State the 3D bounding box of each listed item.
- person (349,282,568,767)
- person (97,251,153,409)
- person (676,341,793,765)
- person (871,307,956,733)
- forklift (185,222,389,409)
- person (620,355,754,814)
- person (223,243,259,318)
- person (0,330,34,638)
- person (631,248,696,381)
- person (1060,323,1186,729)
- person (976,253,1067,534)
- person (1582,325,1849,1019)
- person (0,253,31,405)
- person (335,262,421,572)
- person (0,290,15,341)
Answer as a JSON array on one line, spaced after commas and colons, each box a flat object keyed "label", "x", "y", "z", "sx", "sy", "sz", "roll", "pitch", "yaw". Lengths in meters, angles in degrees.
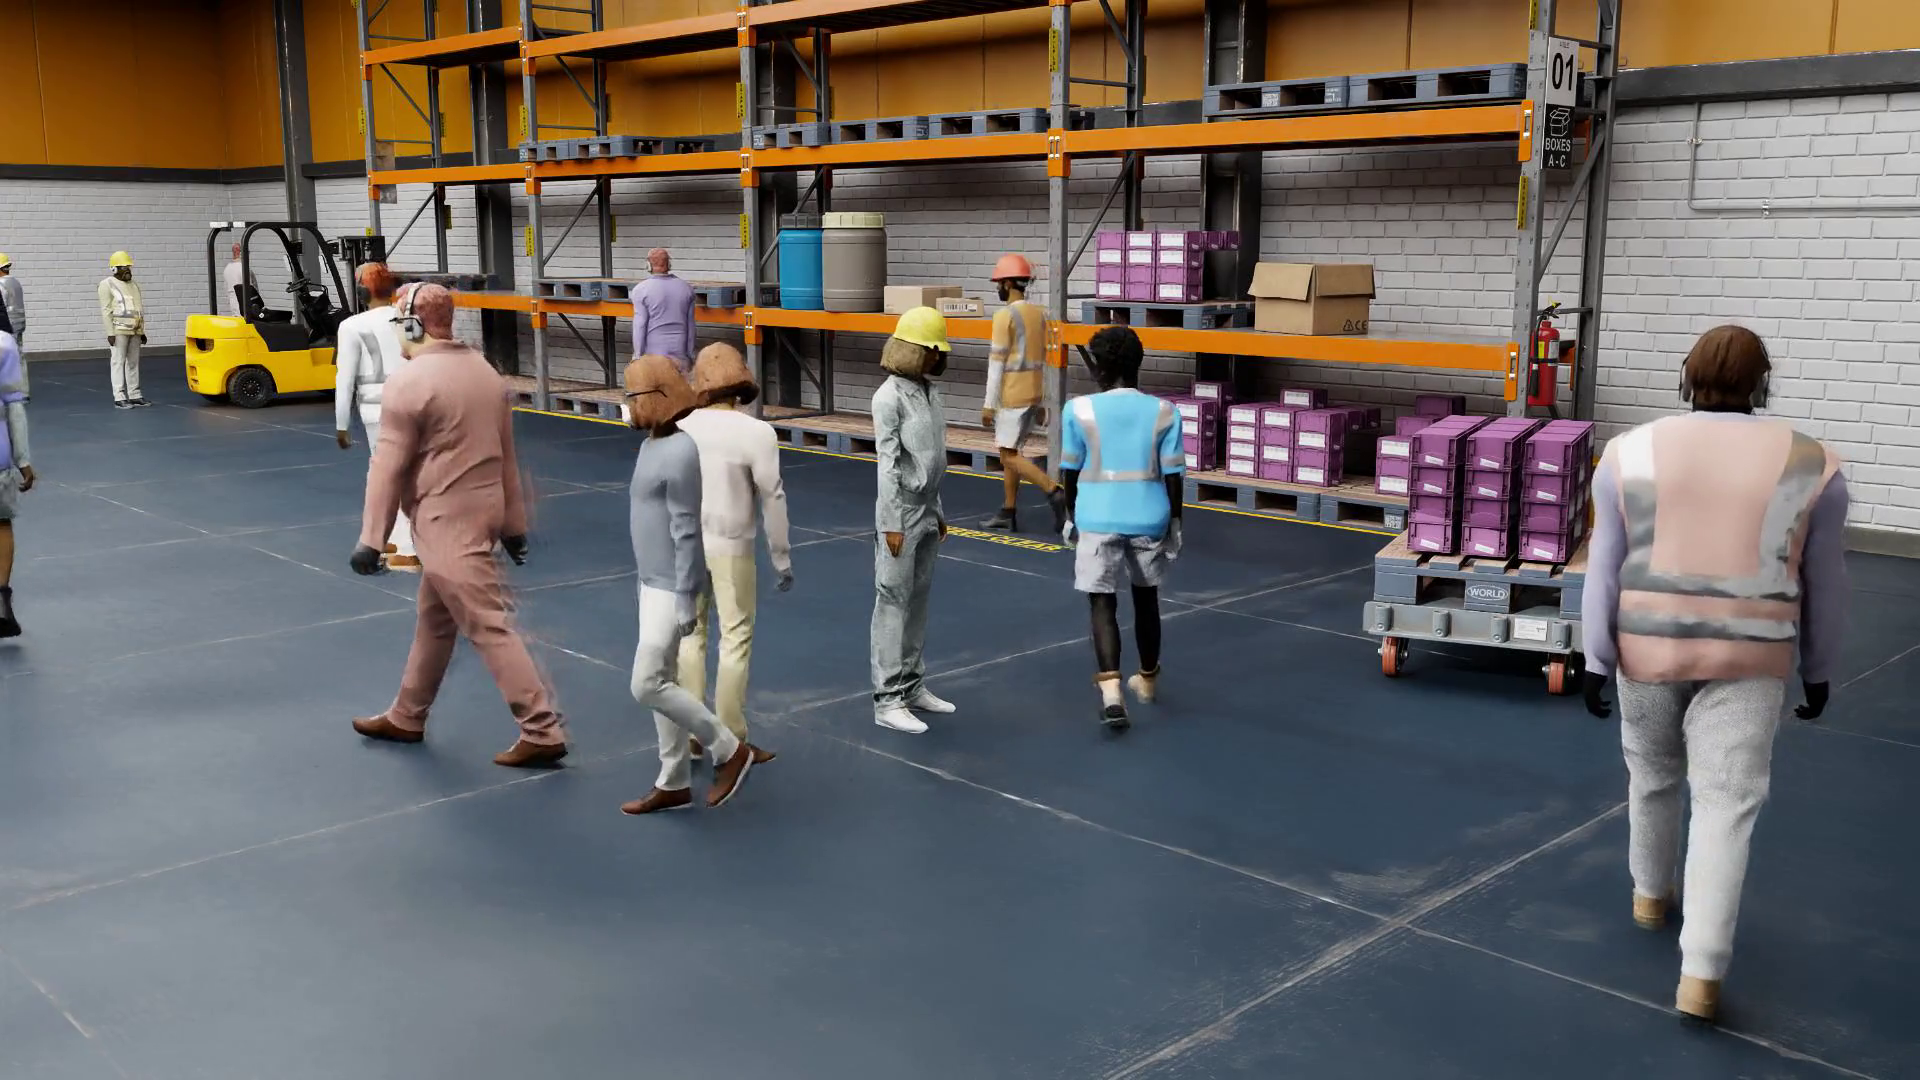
[{"label": "person", "x": -1.945, "y": -0.055, "z": 6.379, "sx": 1.006, "sy": 1.851, "sz": 0.636, "roll": 2, "pitch": 11, "yaw": 11}, {"label": "person", "x": -9.798, "y": -2.465, "z": 19.547, "sx": 0.403, "sy": 1.834, "sz": 0.589, "roll": 2, "pitch": 11, "yaw": 13}, {"label": "person", "x": -0.919, "y": 0.062, "z": 6.342, "sx": 0.580, "sy": 1.625, "sz": 0.370, "roll": 4, "pitch": 11, "yaw": 22}, {"label": "person", "x": -0.178, "y": -0.088, "z": 6.863, "sx": 0.311, "sy": 1.735, "sz": 0.484, "roll": 4, "pitch": 11, "yaw": 23}, {"label": "forklift", "x": -8.169, "y": -2.758, "z": 20.163, "sx": 2.313, "sy": 2.155, "sz": 1.214, "roll": -10, "pitch": 14, "yaw": -44}, {"label": "person", "x": -1.008, "y": 0.174, "z": 5.736, "sx": 0.381, "sy": 1.620, "sz": 0.513, "roll": -4, "pitch": 11, "yaw": -23}, {"label": "person", "x": -10.422, "y": -3.365, "z": 24.260, "sx": 0.643, "sy": 1.909, "sz": 0.410, "roll": 8, "pitch": 13, "yaw": 39}, {"label": "person", "x": -4.853, "y": -0.409, "z": 8.100, "sx": 0.565, "sy": 1.918, "sz": 0.402, "roll": -7, "pitch": 12, "yaw": -33}, {"label": "person", "x": -2.766, "y": -1.742, "z": 15.423, "sx": 0.691, "sy": 1.907, "sz": 0.401, "roll": -9, "pitch": 13, "yaw": -39}, {"label": "person", "x": 0.691, "y": -0.064, "z": 6.917, "sx": 0.522, "sy": 1.669, "sz": 0.771, "roll": -1, "pitch": 10, "yaw": -7}, {"label": "person", "x": 0.460, "y": -0.959, "z": 11.132, "sx": 0.749, "sy": 1.912, "sz": 0.550, "roll": 6, "pitch": 12, "yaw": 28}, {"label": "person", "x": 2.024, "y": 0.321, "z": 4.503, "sx": 0.645, "sy": 1.794, "sz": 0.969, "roll": 5, "pitch": 12, "yaw": 26}, {"label": "person", "x": -11.370, "y": -2.511, "z": 19.836, "sx": 0.403, "sy": 1.826, "sz": 0.595, "roll": -2, "pitch": 11, "yaw": -10}, {"label": "person", "x": -3.523, "y": -0.747, "z": 10.111, "sx": 0.755, "sy": 1.853, "sz": 0.606, "roll": 8, "pitch": 13, "yaw": 37}, {"label": "person", "x": -9.464, "y": -1.870, "z": 16.023, "sx": 0.652, "sy": 1.935, "sz": 1.041, "roll": -1, "pitch": 10, "yaw": -8}]
